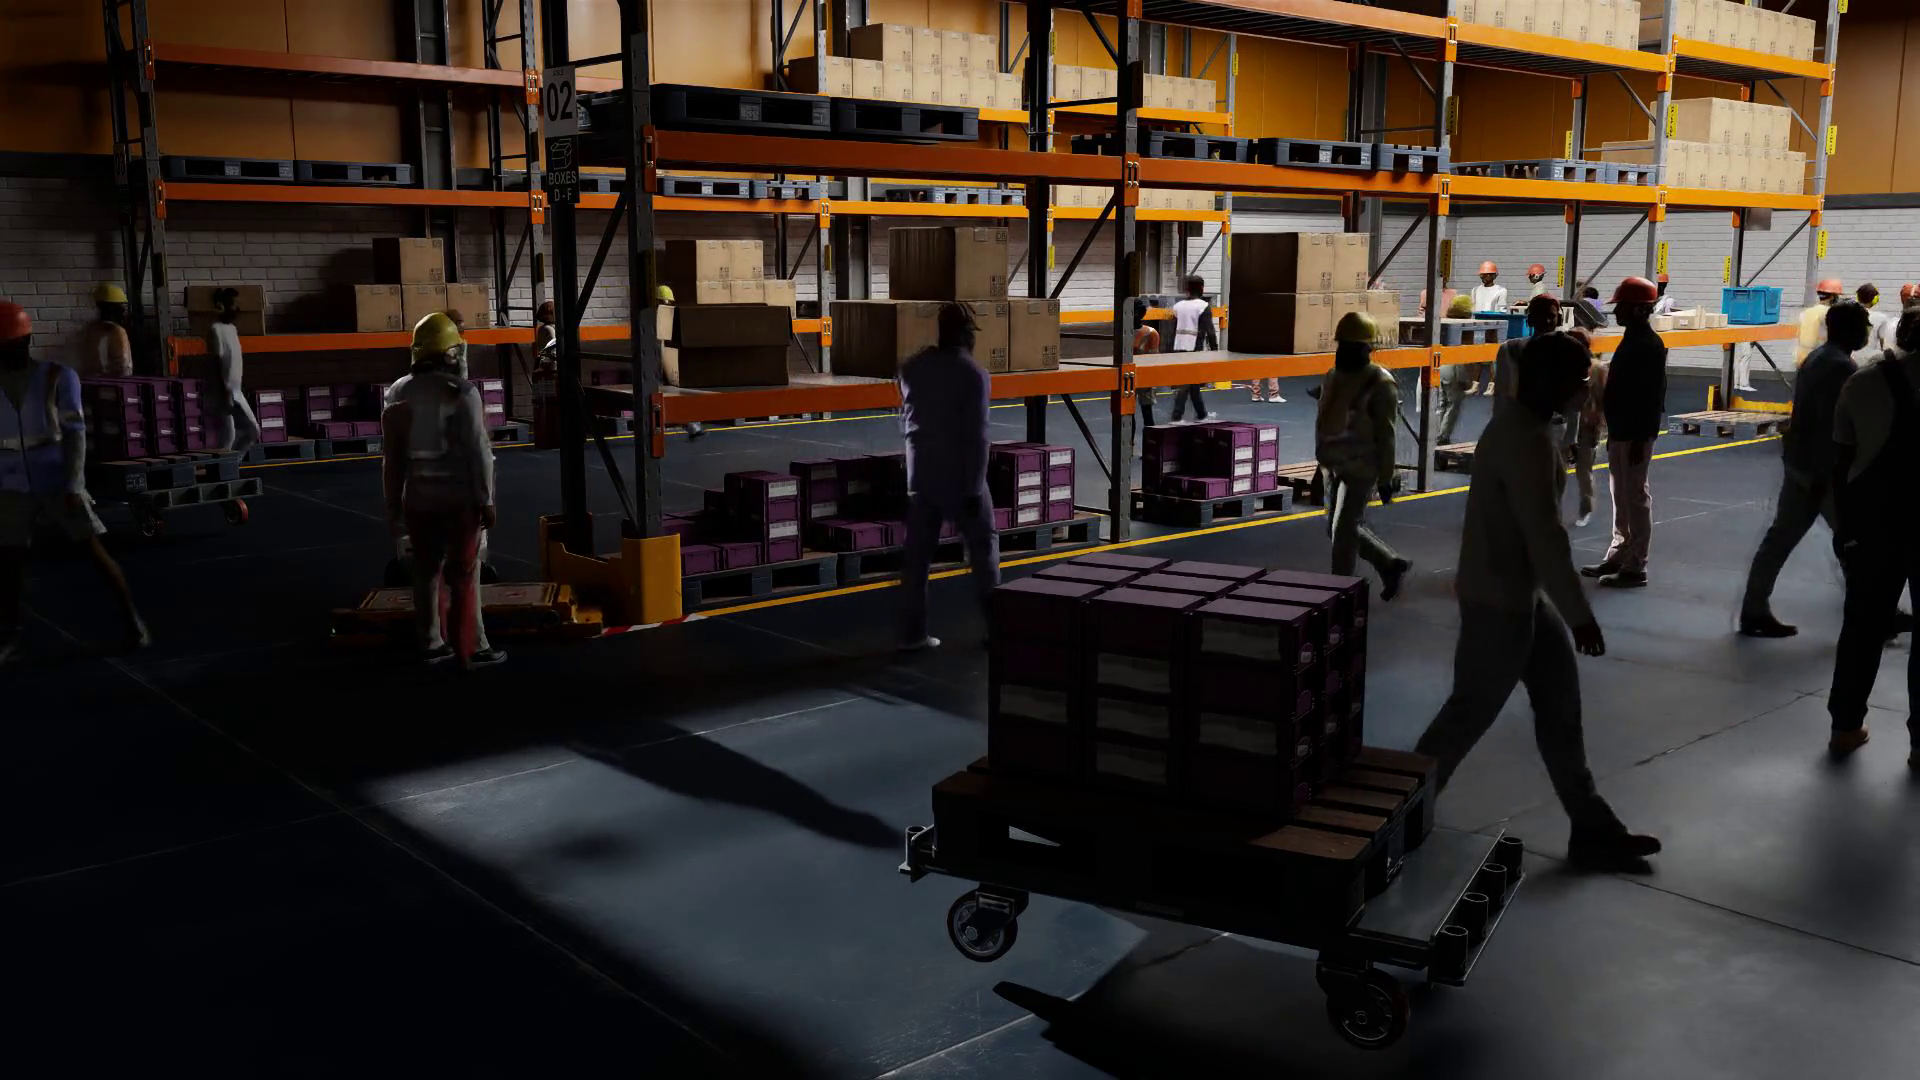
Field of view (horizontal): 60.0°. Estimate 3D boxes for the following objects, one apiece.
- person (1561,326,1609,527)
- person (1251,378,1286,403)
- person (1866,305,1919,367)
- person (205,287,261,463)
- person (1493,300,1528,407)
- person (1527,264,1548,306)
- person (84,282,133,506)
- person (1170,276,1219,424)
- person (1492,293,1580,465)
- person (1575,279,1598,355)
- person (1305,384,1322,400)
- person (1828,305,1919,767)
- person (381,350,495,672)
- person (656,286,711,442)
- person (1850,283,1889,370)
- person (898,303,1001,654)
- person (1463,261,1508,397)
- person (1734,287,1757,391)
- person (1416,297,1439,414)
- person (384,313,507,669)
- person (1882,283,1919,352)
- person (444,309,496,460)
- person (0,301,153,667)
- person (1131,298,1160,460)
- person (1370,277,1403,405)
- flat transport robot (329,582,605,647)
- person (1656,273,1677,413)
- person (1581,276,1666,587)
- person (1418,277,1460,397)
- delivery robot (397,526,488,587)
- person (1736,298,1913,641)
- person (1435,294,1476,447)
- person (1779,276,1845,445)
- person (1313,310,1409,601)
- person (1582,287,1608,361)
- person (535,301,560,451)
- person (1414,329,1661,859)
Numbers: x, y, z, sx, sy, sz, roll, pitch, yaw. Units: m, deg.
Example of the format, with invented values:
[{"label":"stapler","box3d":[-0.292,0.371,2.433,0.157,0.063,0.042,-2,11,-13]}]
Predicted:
[{"label":"person","box3d":[4.747,-0.853,12.832,0.511,1.597,0.871,6,12,33]},{"label":"person","box3d":[4.488,-2.943,24.162,0.652,1.906,0.402,9,13,42]},{"label":"person","box3d":[6.189,-0.616,10.837,0.933,1.800,0.537,-8,13,-41]},{"label":"person","box3d":[-6.458,-1.300,14.716,0.419,1.854,0.525,0,10,3]},{"label":"person","box3d":[6.304,-1.899,18.856,0.517,1.633,0.313,3,10,18]},{"label":"person","box3d":[9.729,-3.663,28.121,0.397,1.992,0.621,3,10,16]},{"label":"person","box3d":[-7.180,-1.203,13.977,0.594,1.909,0.648,8,13,39]},{"label":"person","box3d":[2.985,-2.357,20.832,0.978,1.871,0.605,-6,12,-33]},{"label":"person","box3d":[3.799,-0.678,10.976,0.573,1.882,0.359,1,10,4]},{"label":"person","box3d":[8.572,-2.724,23.176,0.578,1.803,0.501,5,11,25]},{"label":"person","box3d":[5.518,-2.911,24.117,1.012,1.855,0.614,9,13,44]},{"label":"person","box3d":[4.035,-0.074,6.970,0.688,2.000,0.535,9,13,43]},{"label":"person","box3d":[-2.680,-0.187,8.585,0.543,1.727,0.804,-2,10,-13]},{"label":"person","box3d":[-3.297,-1.970,18.829,0.901,1.780,0.613,-8,13,-41]},{"label":"person","box3d":[9.918,-1.909,18.348,0.520,1.839,0.848,8,13,39]},{"label":"person","box3d":[-0.001,-0.338,9.028,0.668,1.872,0.890,8,13,39]},{"label":"person","box3d":[7.971,-3.193,25.226,0.373,2.044,0.606,-9,13,-42]},{"label":"person","box3d":[12.461,-3.176,26.310,0.315,1.638,0.515,2,10,9]},{"label":"person","box3d":[6.348,-2.518,22.471,0.279,1.633,0.505,0,10,-1]},{"label":"person","box3d":[-2.643,-0.247,8.580,0.590,1.837,0.404,4,10,21]},{"label":"person","box3d":[8.415,-1.343,14.871,0.358,1.881,0.574,1,10,7]},{"label":"person","box3d":[-5.190,-1.556,16.960,0.511,1.593,0.839,7,12,37]},{"label":"person","box3d":[-4.760,-0.292,8.698,0.778,1.897,0.570,-1,10,-6]},{"label":"person","box3d":[1.846,-1.685,17.436,0.530,1.691,0.321,8,13,39]},{"label":"person","box3d":[5.675,-2.782,23.487,1.067,1.835,0.697,7,12,36]},{"label":"flat transport robot","box3d":[-2.734,0.407,9.331,1.431,0.197,0.652,-2,10,-10]},{"label":"person","box3d":[9.438,-2.690,22.587,0.361,1.940,0.543,-3,10,-15]},{"label":"person","box3d":[4.319,-0.696,10.746,0.382,1.995,0.612,1,10,3]},{"label":"person","box3d":[7.186,-3.124,24.966,0.622,1.992,0.397,0,10,2]},{"label":"delivery robot","box3d":[-3.235,0.034,10.411,0.477,0.478,0.707,1,10,5]},{"label":"person","box3d":[4.860,-0.377,9.199,1.027,1.883,0.649,2,10,11]},{"label":"person","box3d":[5.258,-1.751,17.783,0.392,1.710,0.548,0,10,-1]},{"label":"person","box3d":[9.126,-1.864,17.846,0.668,1.915,0.554,-3,10,-17]},{"label":"person","box3d":[2.369,-0.440,9.762,0.702,1.816,0.585,-4,10,-21]},{"label":"person","box3d":[8.868,-2.728,23.519,0.321,1.695,0.530,-7,12,-36]},{"label":"person","box3d":[-4.484,-1.794,18.232,0.278,1.634,0.498,-6,11,-29]},{"label":"person","box3d":[1.972,0.220,5.727,0.941,1.876,0.636,4,10,20]}]
